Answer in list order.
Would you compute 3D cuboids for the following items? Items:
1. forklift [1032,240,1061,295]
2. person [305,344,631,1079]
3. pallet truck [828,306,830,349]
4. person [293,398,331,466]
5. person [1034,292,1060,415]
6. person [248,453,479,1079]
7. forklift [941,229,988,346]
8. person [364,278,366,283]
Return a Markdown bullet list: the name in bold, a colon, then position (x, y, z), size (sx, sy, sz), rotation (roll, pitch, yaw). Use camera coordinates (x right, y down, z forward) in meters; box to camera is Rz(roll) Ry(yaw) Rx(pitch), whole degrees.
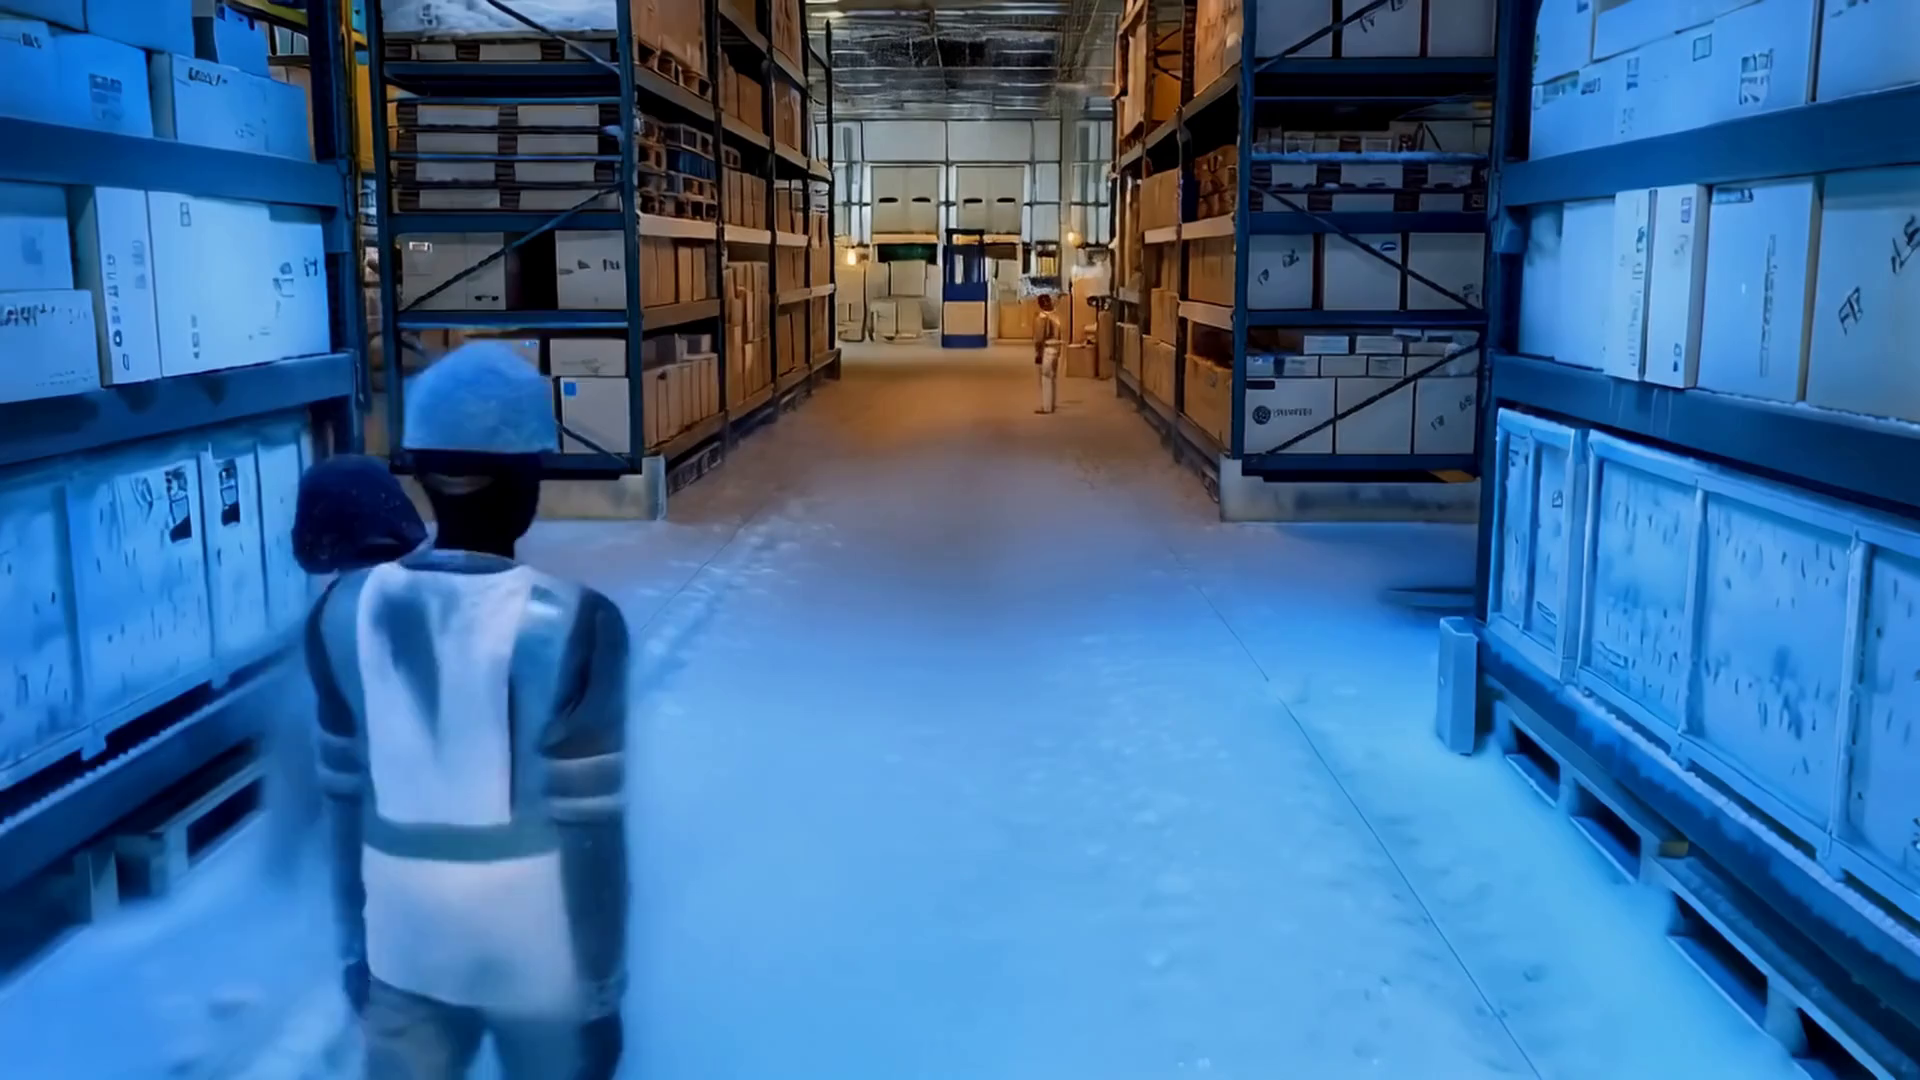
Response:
- **forklift**: position (3.172, -9.648, 61.356), size (1.129, 2.768, 1.873), rotation (0, 9, 1)
- **person**: position (-0.789, 0.650, 2.615), size (0.558, 1.907, 0.907), rotation (2, 10, 11)
- **pallet truck**: position (-3.100, -3.940, 29.800), size (1.885, 1.965, 0.823), rotation (3, 10, 19)
- **person**: position (-5.345, -1.173, 13.548), size (0.590, 1.894, 0.786), rotation (-2, 10, -13)
- **person**: position (1.172, -2.472, 22.115), size (0.319, 1.628, 0.508), rotation (4, 10, 25)
- **person**: position (-1.249, 0.627, 3.571), size (0.283, 1.624, 0.559), rotation (3, 10, 17)
- **forklift**: position (0.124, -6.117, 40.203), size (1.129, 2.768, 1.873), rotation (0, 9, 1)
- **person**: position (-19.513, -7.865, 53.705), size (0.693, 1.870, 0.428), rotation (-7, 12, -37)
